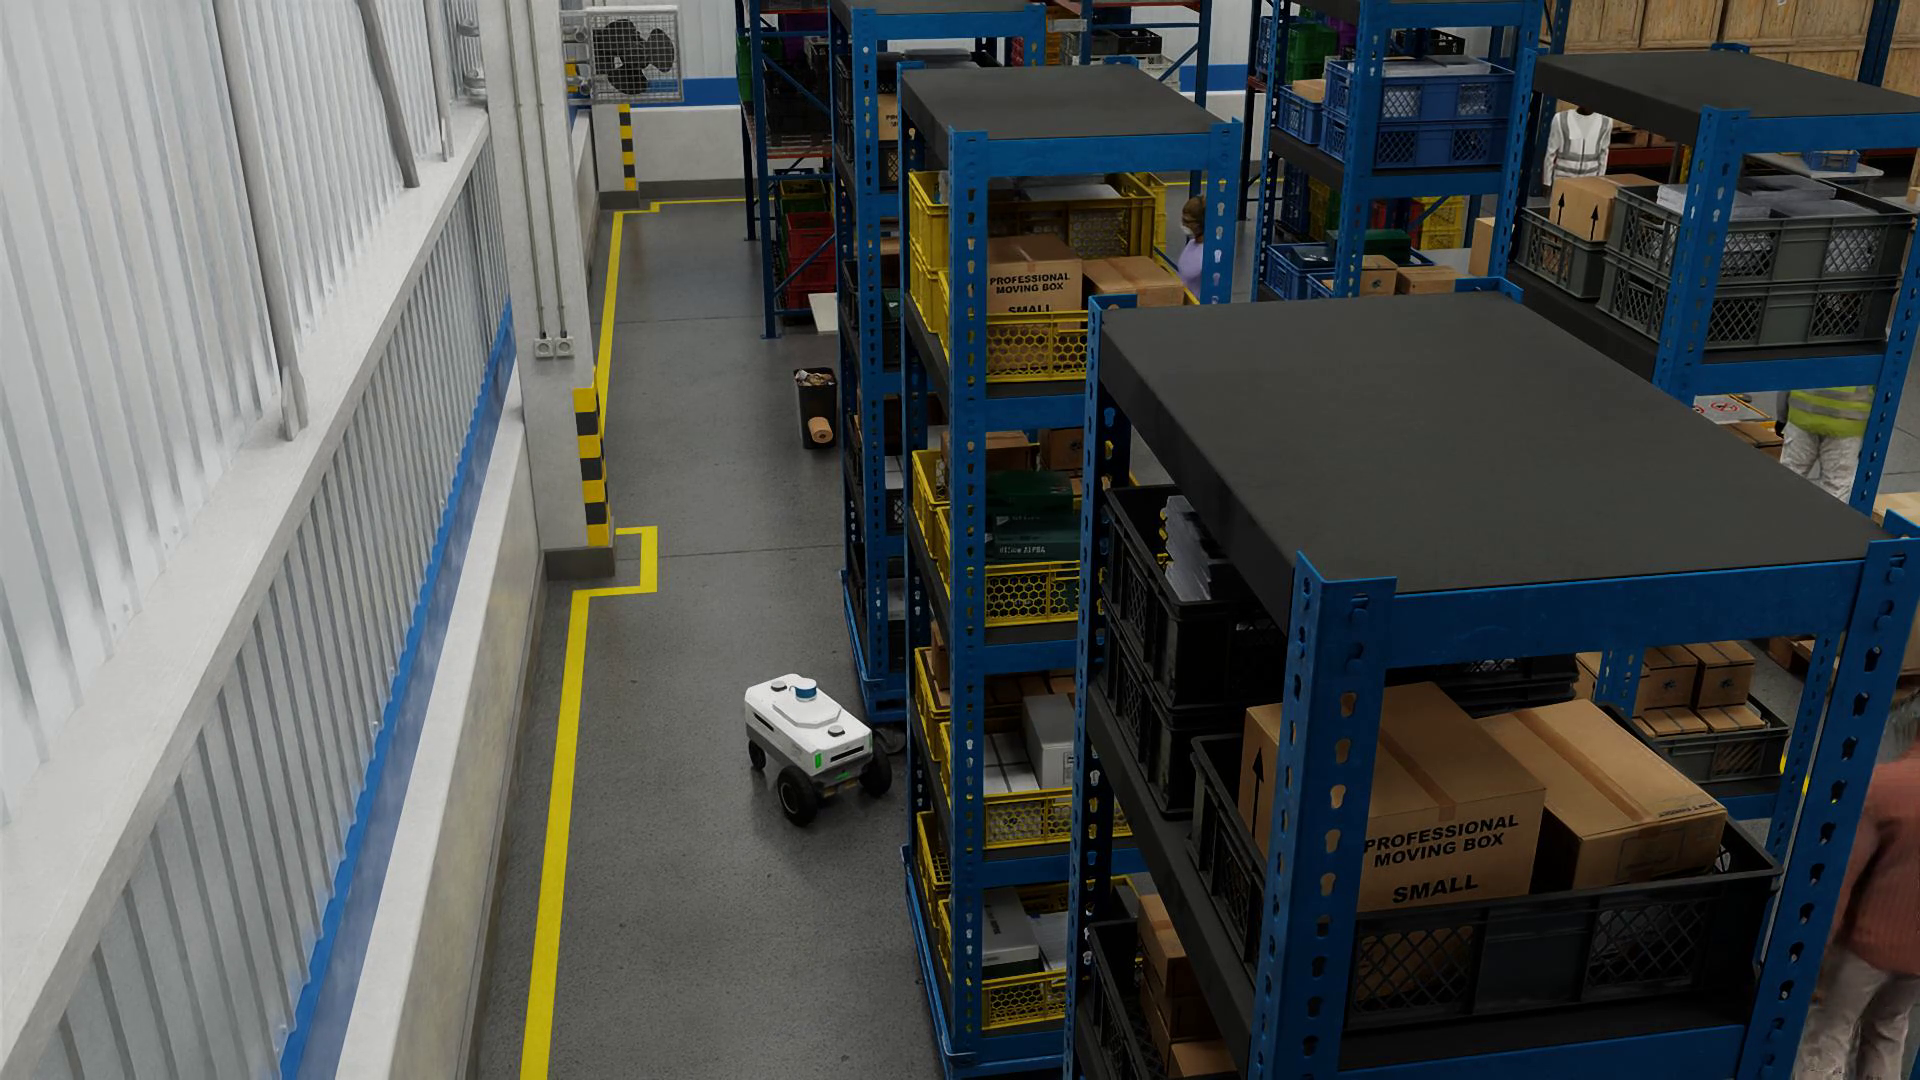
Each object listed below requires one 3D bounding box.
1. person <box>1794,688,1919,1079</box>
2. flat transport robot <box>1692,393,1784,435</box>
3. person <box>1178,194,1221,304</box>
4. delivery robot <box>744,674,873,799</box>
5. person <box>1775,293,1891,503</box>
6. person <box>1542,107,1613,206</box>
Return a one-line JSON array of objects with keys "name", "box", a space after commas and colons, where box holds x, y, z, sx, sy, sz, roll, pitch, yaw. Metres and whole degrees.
[{"name": "person", "box": [2.967, 1.308, 5.441, 0.788, 1.942, 0.461, -5, 25, -11]}, {"name": "flat transport robot", "box": [5.224, -0.859, 12.132, 1.431, 0.197, 0.652, -4, 25, -8]}, {"name": "person", "box": [1.618, -1.390, 11.313, 0.372, 1.934, 0.627, -4, 25, -8]}, {"name": "delivery robot", "box": [-0.724, 0.889, 7.888, 0.477, 0.478, 0.707, -17, 30, -33]}, {"name": "person", "box": [5.180, -0.694, 9.923, 0.614, 1.835, 0.428, 18, 30, 34]}, {"name": "person", "box": [5.825, -3.409, 15.764, 0.591, 1.879, 0.341, 2, 25, 3]}]
